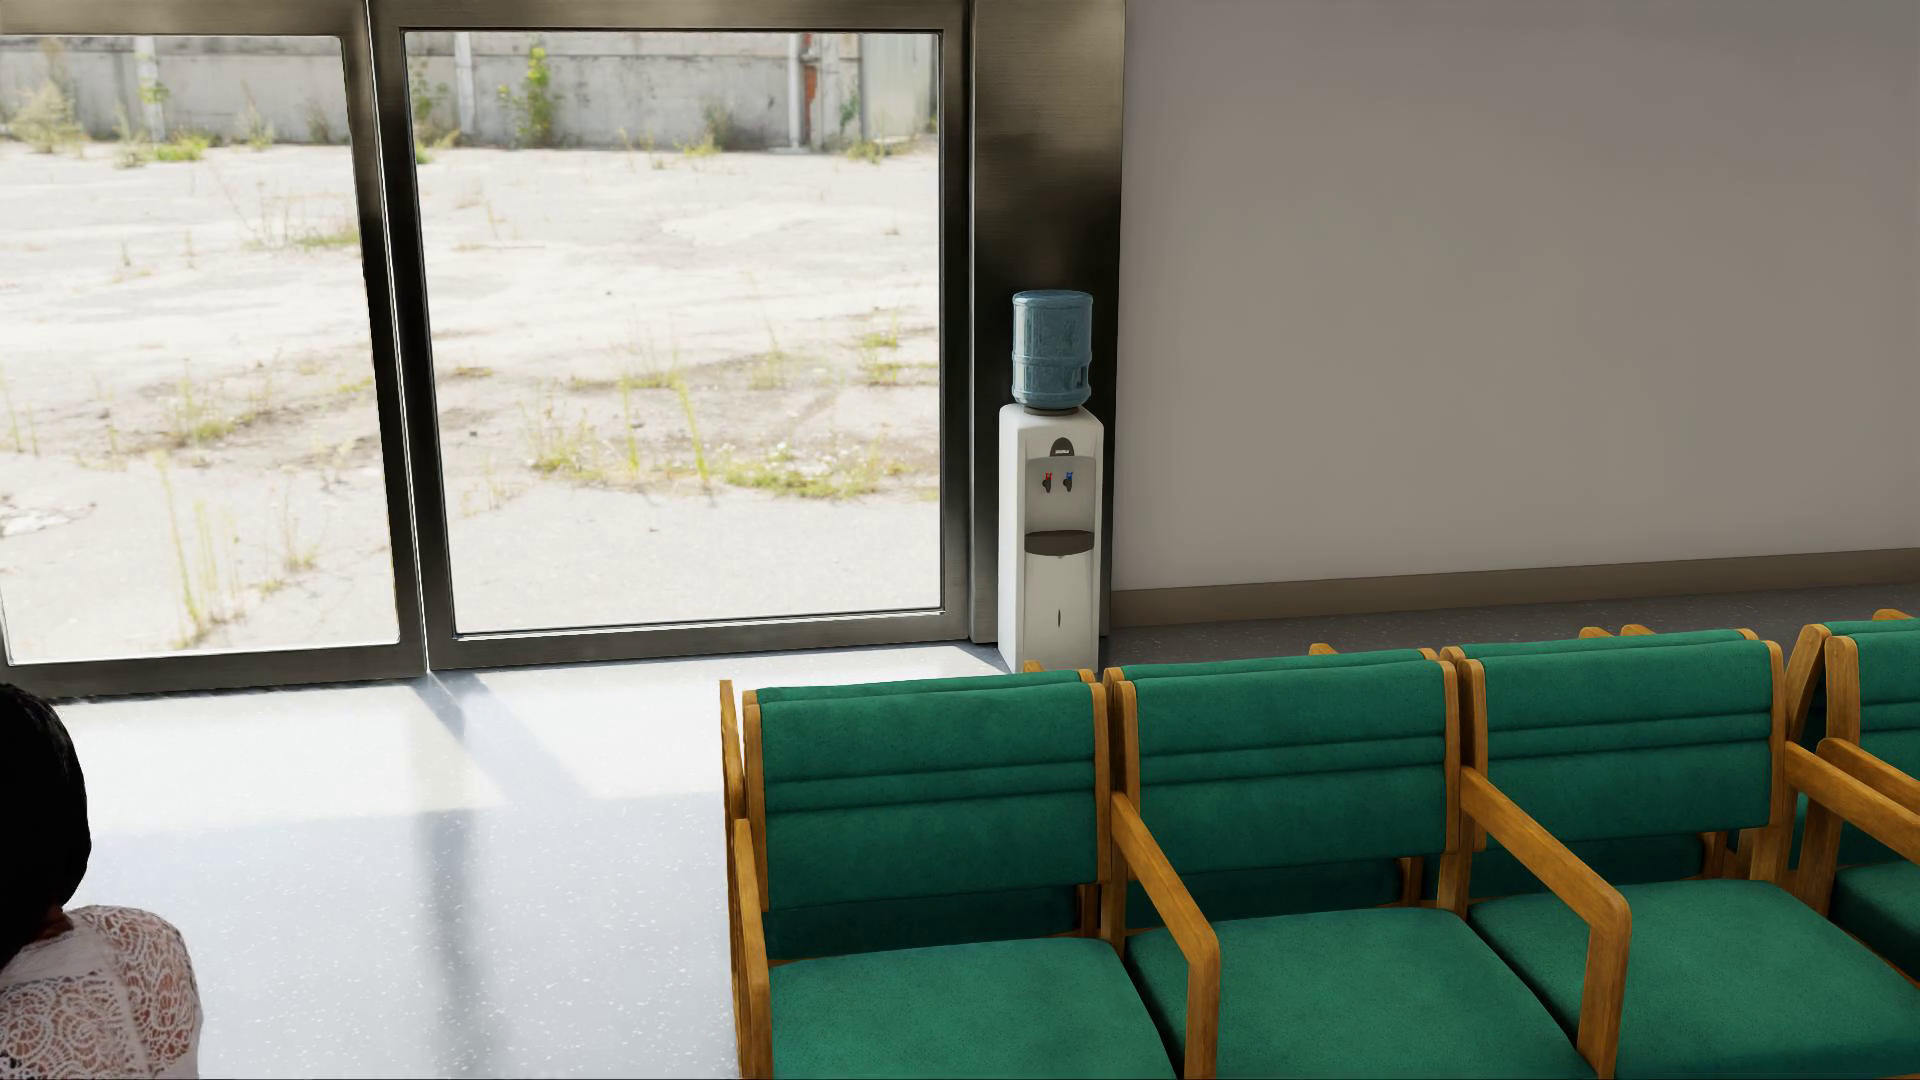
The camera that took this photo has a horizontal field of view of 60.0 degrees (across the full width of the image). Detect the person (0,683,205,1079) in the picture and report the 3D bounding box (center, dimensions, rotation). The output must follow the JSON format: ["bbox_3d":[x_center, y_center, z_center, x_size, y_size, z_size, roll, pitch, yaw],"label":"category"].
[{"bbox_3d":[-0.852,0.991,1.790,0.740,1.736,0.853,0,16,-1],"label":"person"}]
